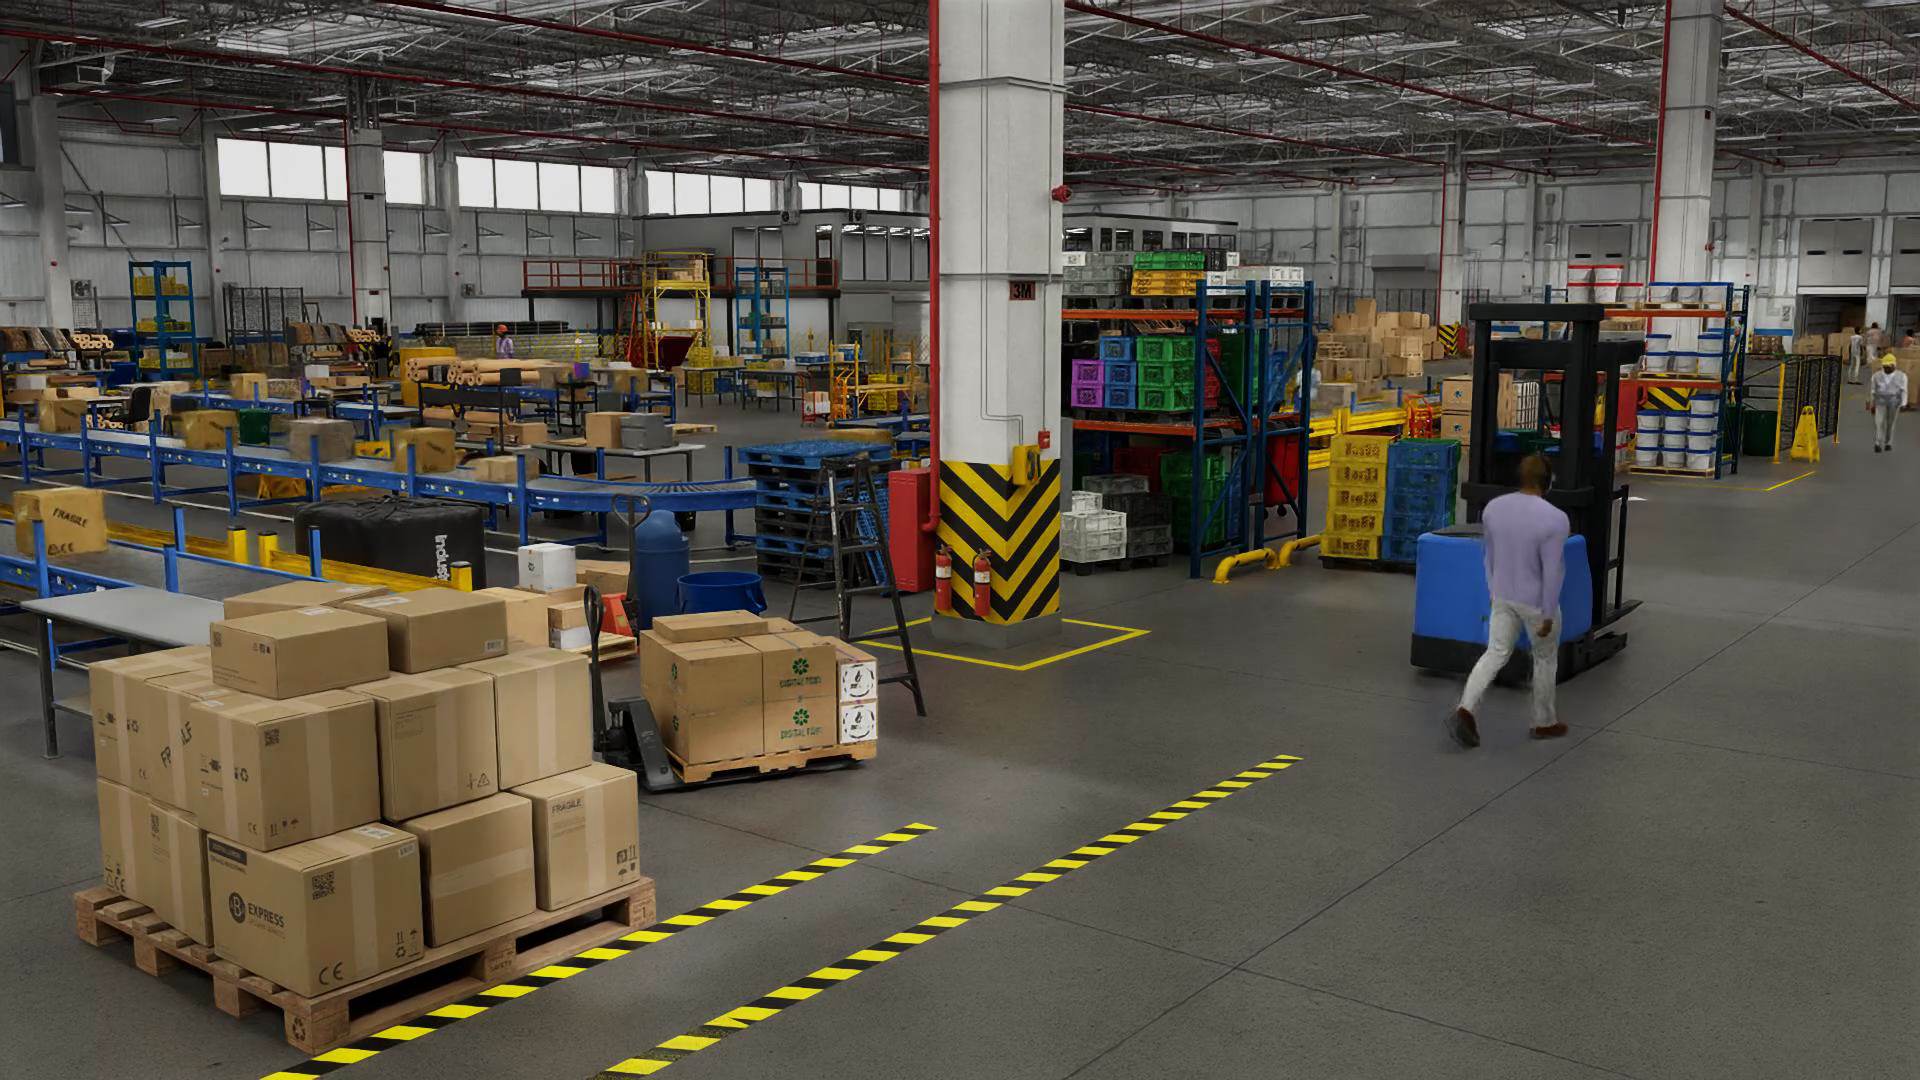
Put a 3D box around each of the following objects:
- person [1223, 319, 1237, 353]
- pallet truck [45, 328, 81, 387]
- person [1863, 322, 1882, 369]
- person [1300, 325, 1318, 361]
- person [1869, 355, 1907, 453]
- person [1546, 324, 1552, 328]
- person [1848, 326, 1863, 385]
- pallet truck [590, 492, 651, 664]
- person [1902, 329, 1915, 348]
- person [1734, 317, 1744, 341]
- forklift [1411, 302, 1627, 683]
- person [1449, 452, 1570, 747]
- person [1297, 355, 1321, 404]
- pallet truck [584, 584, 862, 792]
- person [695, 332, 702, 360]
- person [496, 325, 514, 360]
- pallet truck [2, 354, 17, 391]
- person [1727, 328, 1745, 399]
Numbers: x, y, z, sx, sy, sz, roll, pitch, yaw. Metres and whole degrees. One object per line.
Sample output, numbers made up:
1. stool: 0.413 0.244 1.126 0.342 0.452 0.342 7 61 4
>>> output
1. person: 10.268 -7.441 63.307 0.562 1.917 0.608 1 8 6
2. pallet truck: -23.775 -4.544 43.495 1.885 1.965 0.823 6 10 35
3. person: 34.984 -7.447 63.737 0.636 1.804 0.893 -2 9 -10
4. person: 10.602 -5.570 50.599 0.456 1.945 0.707 -6 10 -36
5. person: 16.894 -2.474 30.290 0.593 1.784 0.967 5 10 29
6. person: 17.153 -5.350 48.780 0.540 2.000 0.718 8 11 41
7. person: 28.388 -5.841 52.660 0.328 1.873 0.515 -3 9 -20
8. pallet truck: -3.115 0.344 12.883 0.653 1.274 1.630 7 11 37
9. person: 32.719 -6.445 57.377 0.362 1.685 0.534 -2 9 -12
10. person: 31.837 -8.149 67.957 0.602 1.949 0.388 -8 12 -43
11. forklift: 4.379 -0.438 12.852 1.129 2.768 1.873 7 11 37
12. person: 3.548 0.385 10.600 0.939 1.907 0.631 -7 11 -38
13. person: 6.935 -2.857 33.133 0.547 1.685 0.434 8 12 43
14. pallet truck: -1.426 0.805 10.019 1.601 1.201 0.680 -4 9 -26
15. person: -10.228 -7.666 64.969 0.354 1.878 0.577 2 9 12
16. person: -12.463 -4.849 45.430 0.605 2.034 0.393 6 10 35
17. pallet truck: -24.881 -4.417 42.634 1.885 1.965 0.823 8 11 41
18. person: 21.278 -4.819 45.534 0.545 1.942 0.353 -4 9 -27
